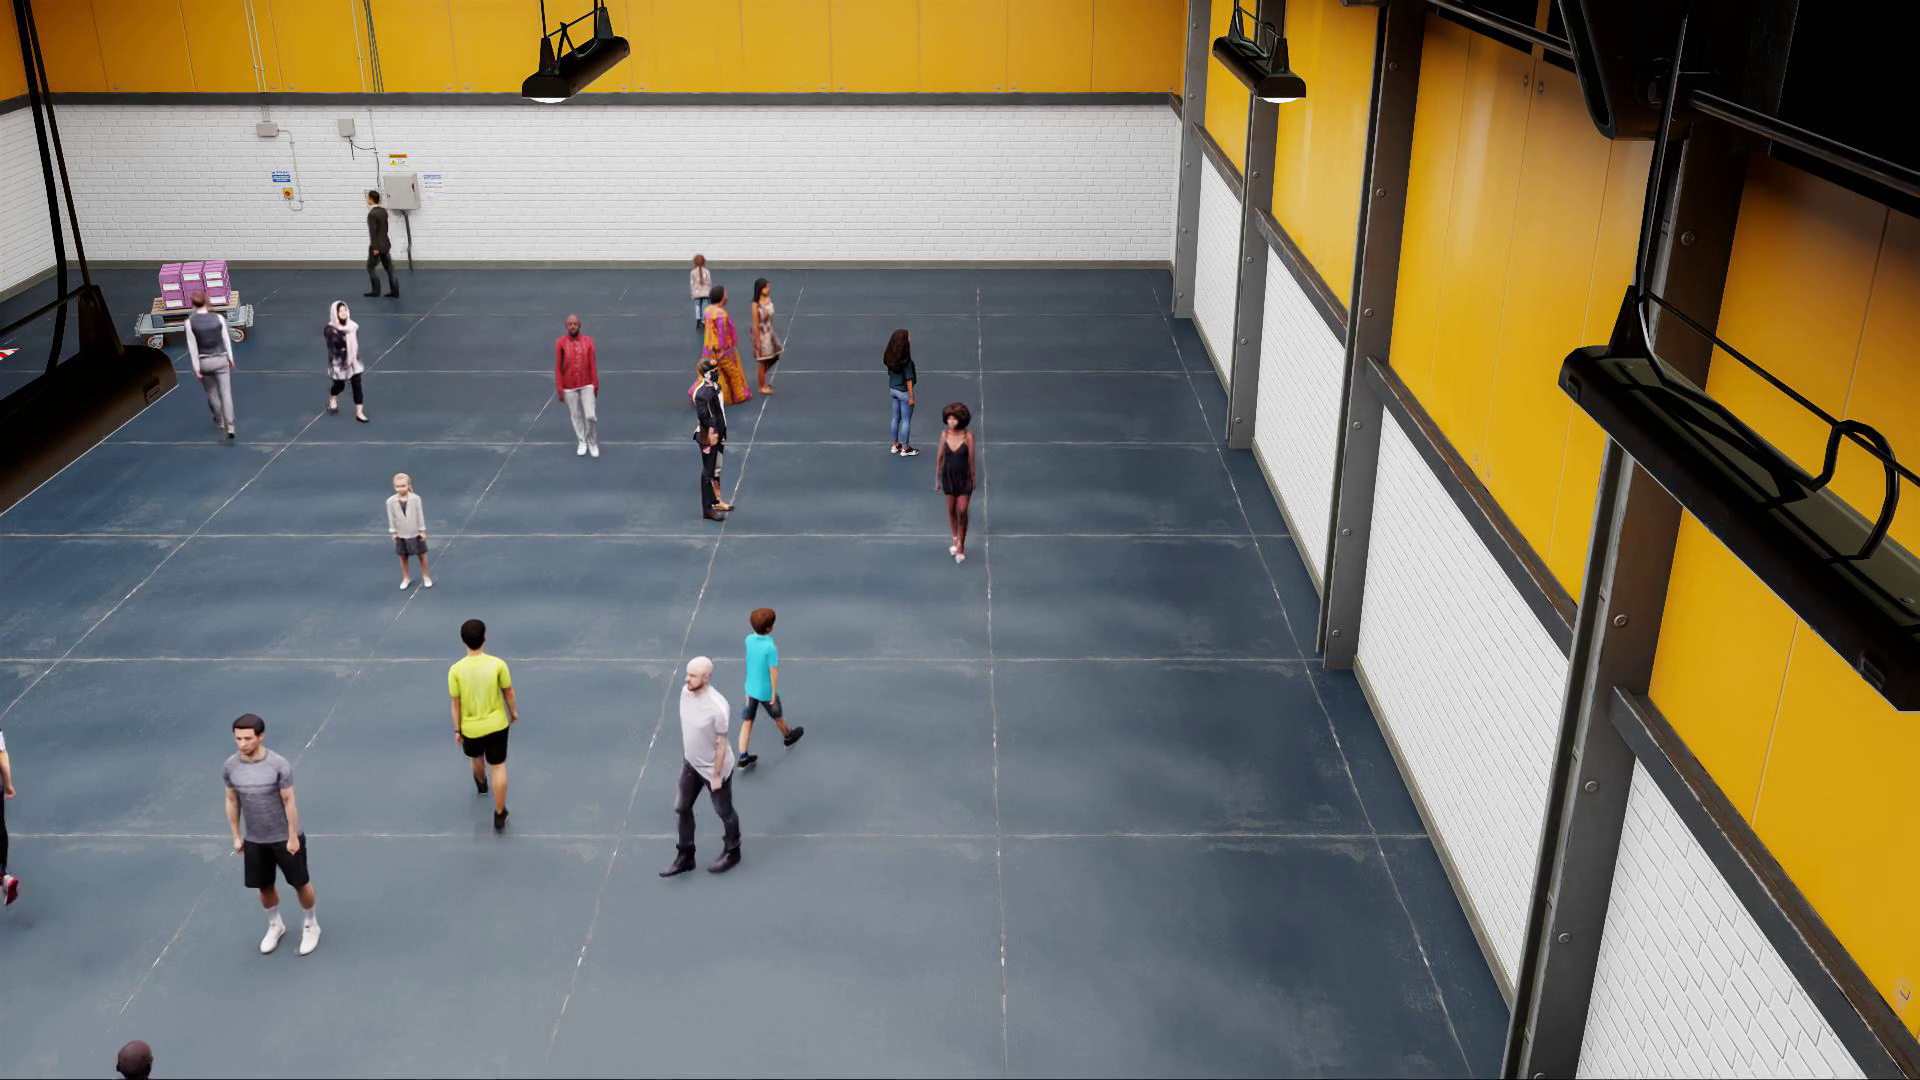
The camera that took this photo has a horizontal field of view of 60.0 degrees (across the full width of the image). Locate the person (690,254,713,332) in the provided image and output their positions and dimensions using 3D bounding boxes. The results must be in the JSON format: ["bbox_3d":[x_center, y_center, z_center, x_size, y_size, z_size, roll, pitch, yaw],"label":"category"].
[{"bbox_3d":[-4.027,-3.839,25.907,0.501,1.186,0.505,-3,24,-7],"label":"person"}]

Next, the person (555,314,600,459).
[{"bbox_3d":[-4.794,-1.966,20.850,0.712,1.805,0.749,-3,24,-8],"label":"person"}]

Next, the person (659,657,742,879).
[{"bbox_3d":[-1.820,1.668,12.523,0.970,1.817,1.033,21,31,40],"label":"person"}]

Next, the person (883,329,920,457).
[{"bbox_3d":[-0.731,-1.856,20.834,0.778,1.617,0.712,-20,30,-38],"label":"person"}]

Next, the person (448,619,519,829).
[{"bbox_3d":[-3.750,1.488,13.129,0.815,1.661,1.125,-6,24,-14],"label":"person"}]

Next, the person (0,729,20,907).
[{"bbox_3d":[-7.156,1.871,12.144,1.076,1.748,1.066,19,30,36],"label":"person"}]

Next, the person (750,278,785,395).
[{"bbox_3d":[-2.801,-2.825,23.030,0.847,1.632,0.767,13,27,27],"label":"person"}]

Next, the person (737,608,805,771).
[{"bbox_3d":[-1.713,1.274,13.941,0.875,1.402,1.040,14,27,29],"label":"person"}]

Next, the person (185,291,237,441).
[{"bbox_3d":[-9.555,-2.233,21.325,0.976,1.915,1.305,-9,25,-20],"label":"person"}]

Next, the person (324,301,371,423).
[{"bbox_3d":[-8.188,-2.364,21.996,1.067,1.616,1.035,19,30,37],"label":"person"}]

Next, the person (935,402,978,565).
[{"bbox_3d":[-0.006,-0.660,17.902,0.684,1.773,0.781,7,25,15],"label":"person"}]

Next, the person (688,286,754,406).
[{"bbox_3d":[-3.331,-2.642,22.555,1.082,1.678,1.131,-14,27,-29],"label":"person"}]

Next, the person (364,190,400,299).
[{"bbox_3d":[-9.522,-4.874,27.521,0.880,1.790,0.837,5,24,11],"label":"person"}]

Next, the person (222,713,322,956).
[{"bbox_3d":[-4.799,2.033,11.629,0.642,1.864,0.517,0,24,1],"label":"person"}]

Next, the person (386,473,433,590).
[{"bbox_3d":[-5.724,-0.100,17.247,0.556,1.272,0.572,-5,24,-11],"label":"person"}]

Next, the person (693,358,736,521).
[{"bbox_3d":[-2.834,-1.174,18.931,0.782,1.892,0.600,5,24,11],"label":"person"}]
